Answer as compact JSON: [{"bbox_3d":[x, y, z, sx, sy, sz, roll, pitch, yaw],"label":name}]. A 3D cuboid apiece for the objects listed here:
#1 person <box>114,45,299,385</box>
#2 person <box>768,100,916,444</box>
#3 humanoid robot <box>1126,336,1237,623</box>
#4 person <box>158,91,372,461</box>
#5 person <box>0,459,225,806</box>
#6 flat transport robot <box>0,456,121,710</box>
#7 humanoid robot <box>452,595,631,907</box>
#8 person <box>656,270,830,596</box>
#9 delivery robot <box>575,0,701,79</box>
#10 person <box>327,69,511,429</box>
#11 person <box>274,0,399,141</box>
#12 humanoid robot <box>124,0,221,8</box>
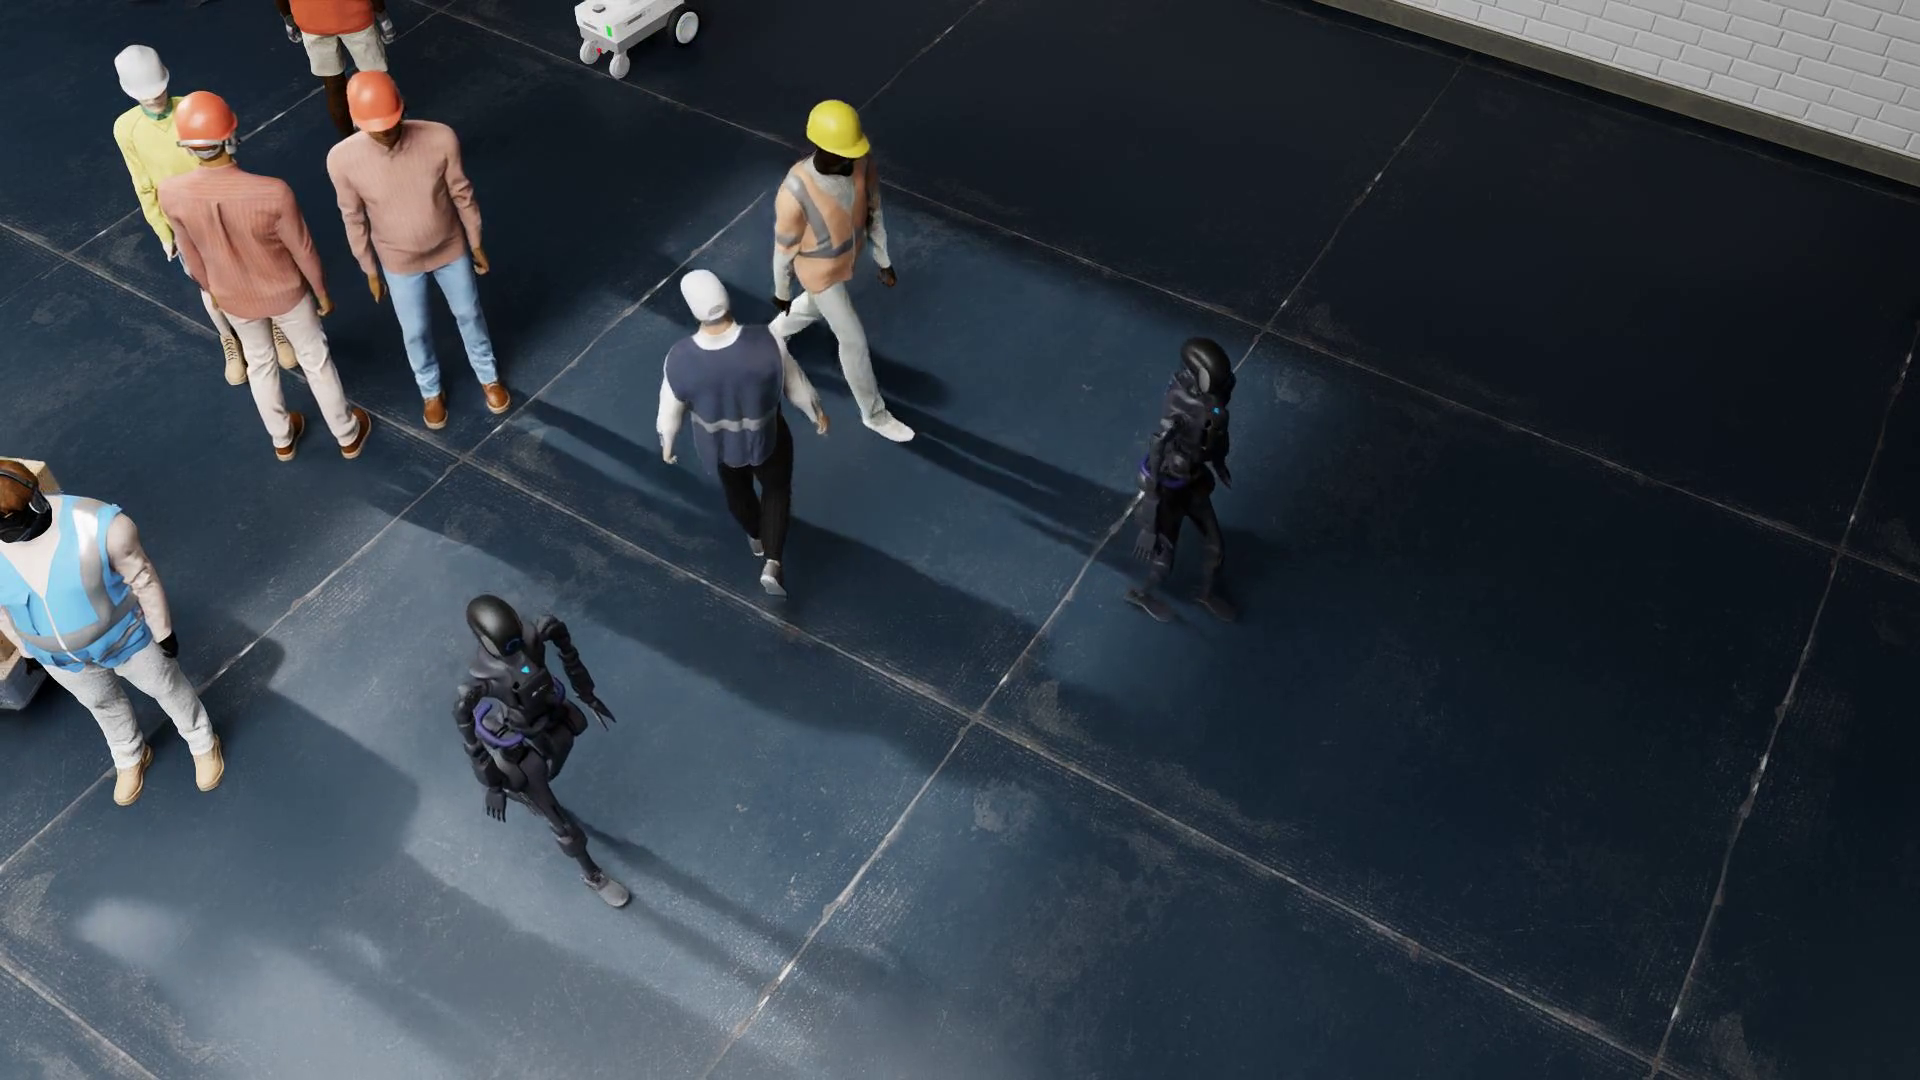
[{"bbox_3d":[-3.701,-1.585,8.126,0.485,1.889,0.386,-21,52,-17],"label":"person"},{"bbox_3d":[-0.675,-1.353,7.942,1.021,1.871,0.576,24,53,20],"label":"person"},{"bbox_3d":[0.986,-0.186,7.040,0.449,1.644,0.614,33,56,25],"label":"humanoid robot"},{"bbox_3d":[-3.217,-1.186,7.718,0.613,1.982,0.420,-1,49,-1],"label":"person"},{"bbox_3d":[-3.354,0.375,6.444,0.623,1.844,0.429,-8,49,-7],"label":"person"},{"bbox_3d":[-4.472,0.355,7.505,0.659,0.231,1.431,7,49,6],"label":"flat transport robot"},{"bbox_3d":[-1.615,0.723,6.293,0.782,1.645,0.608,29,55,23],"label":"humanoid robot"},{"bbox_3d":[-0.934,-0.446,7.229,0.750,1.732,0.611,-4,49,-3],"label":"person"},{"bbox_3d":[-2.062,-3.343,10.560,0.499,0.614,0.803,30,55,24],"label":"delivery robot"},{"bbox_3d":[-2.541,-1.364,7.871,0.613,1.988,0.400,-18,51,-15],"label":"person"},{"bbox_3d":[-3.469,-2.922,9.243,0.612,1.963,0.361,-1,49,-1],"label":"person"},{"bbox_3d":[-5.223,-4.101,10.476,0.611,1.639,0.610,-20,52,-17],"label":"humanoid robot"}]
